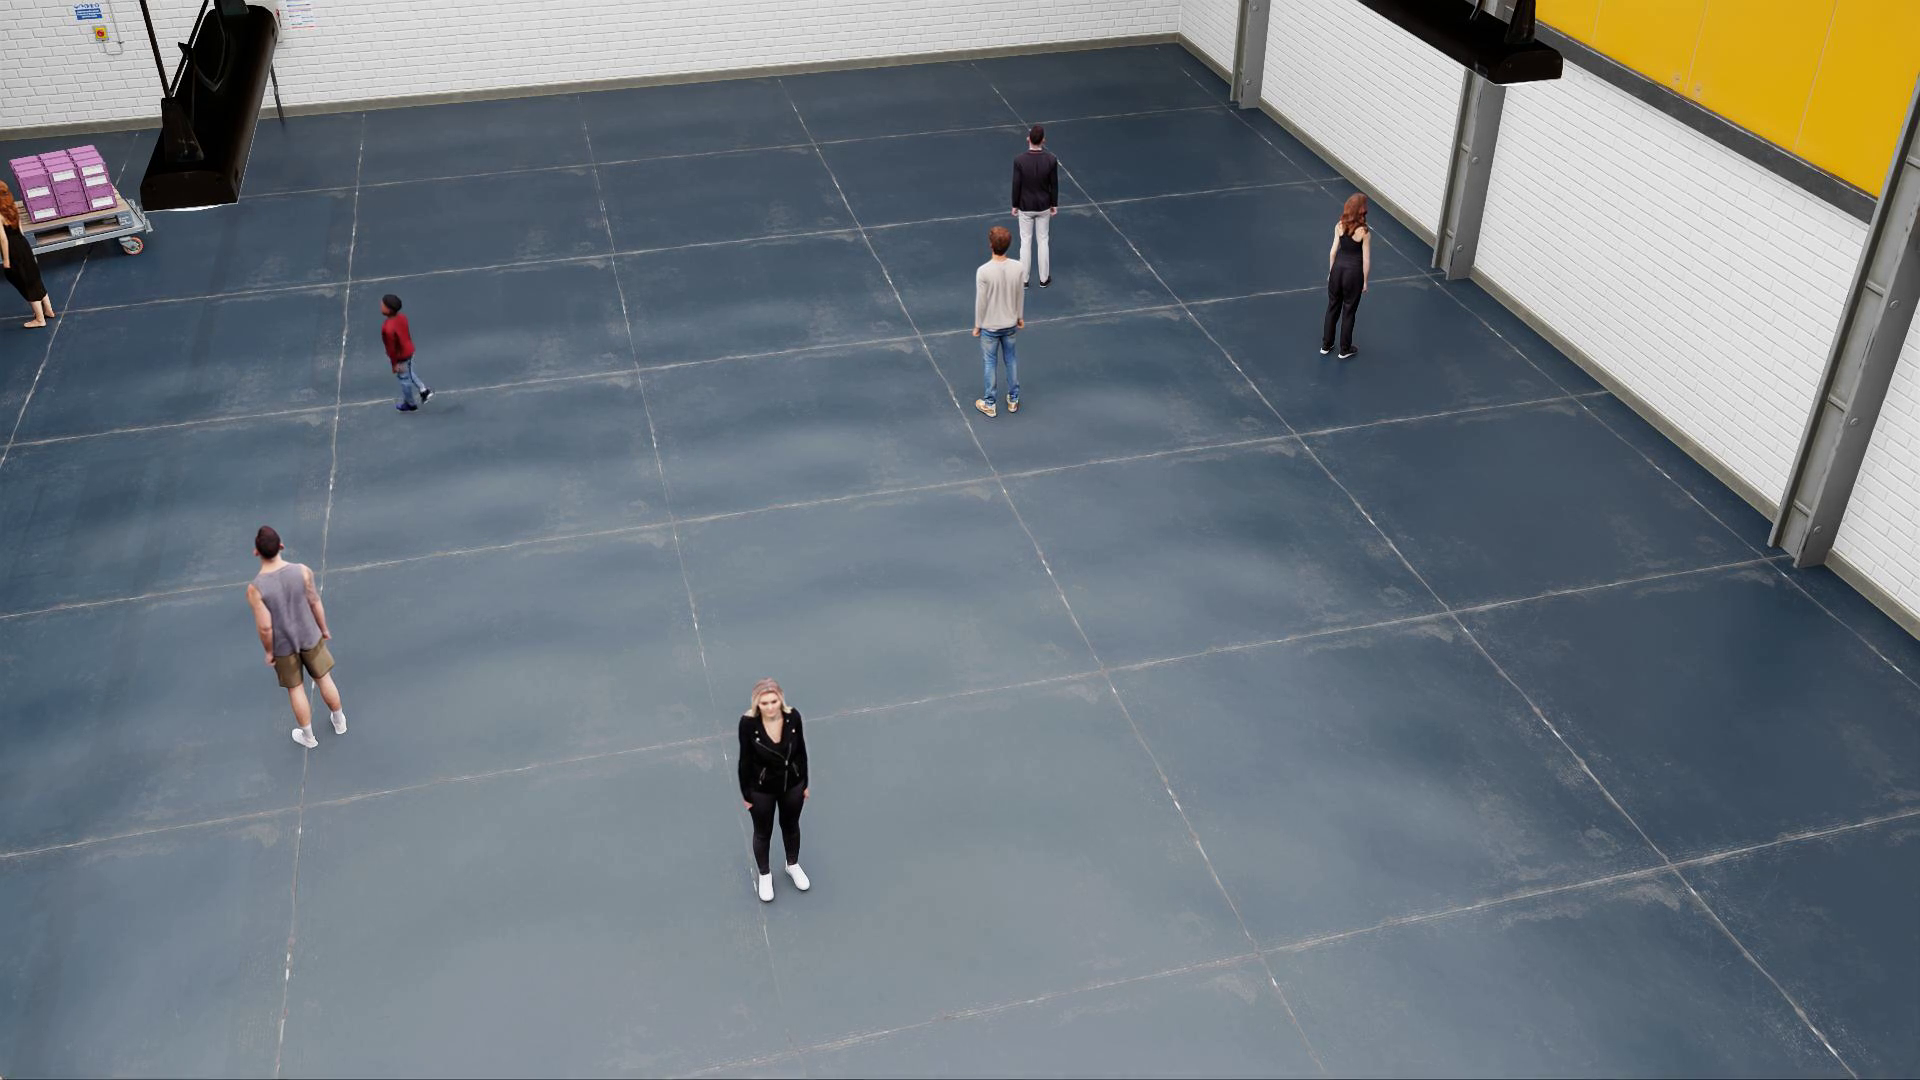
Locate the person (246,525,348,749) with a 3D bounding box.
[{"bbox_3d":[-4.754,0.695,11.862,0.713,1.844,0.715,-26,42,-33],"label":"person"}]

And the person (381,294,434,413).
[{"bbox_3d":[-5.343,-1.803,16.095,0.671,1.248,0.615,6,34,9],"label":"person"}]

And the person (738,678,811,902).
[{"bbox_3d":[-1.183,1.567,10.629,0.632,1.686,0.559,-12,36,-18],"label":"person"}]

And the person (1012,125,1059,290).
[{"bbox_3d":[0.817,-3.679,18.379,0.708,1.842,0.613,-1,34,-1],"label":"person"}]

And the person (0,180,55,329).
[{"bbox_3d":[-9.985,-3.042,17.619,0.706,1.624,0.591,1,34,1],"label":"person"}]

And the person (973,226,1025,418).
[{"bbox_3d":[0.374,-2.082,15.924,0.689,1.902,0.583,-12,35,-17],"label":"person"}]

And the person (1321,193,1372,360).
[{"bbox_3d":[3.949,-2.711,17.011,0.633,1.746,0.719,22,40,30],"label":"person"}]
